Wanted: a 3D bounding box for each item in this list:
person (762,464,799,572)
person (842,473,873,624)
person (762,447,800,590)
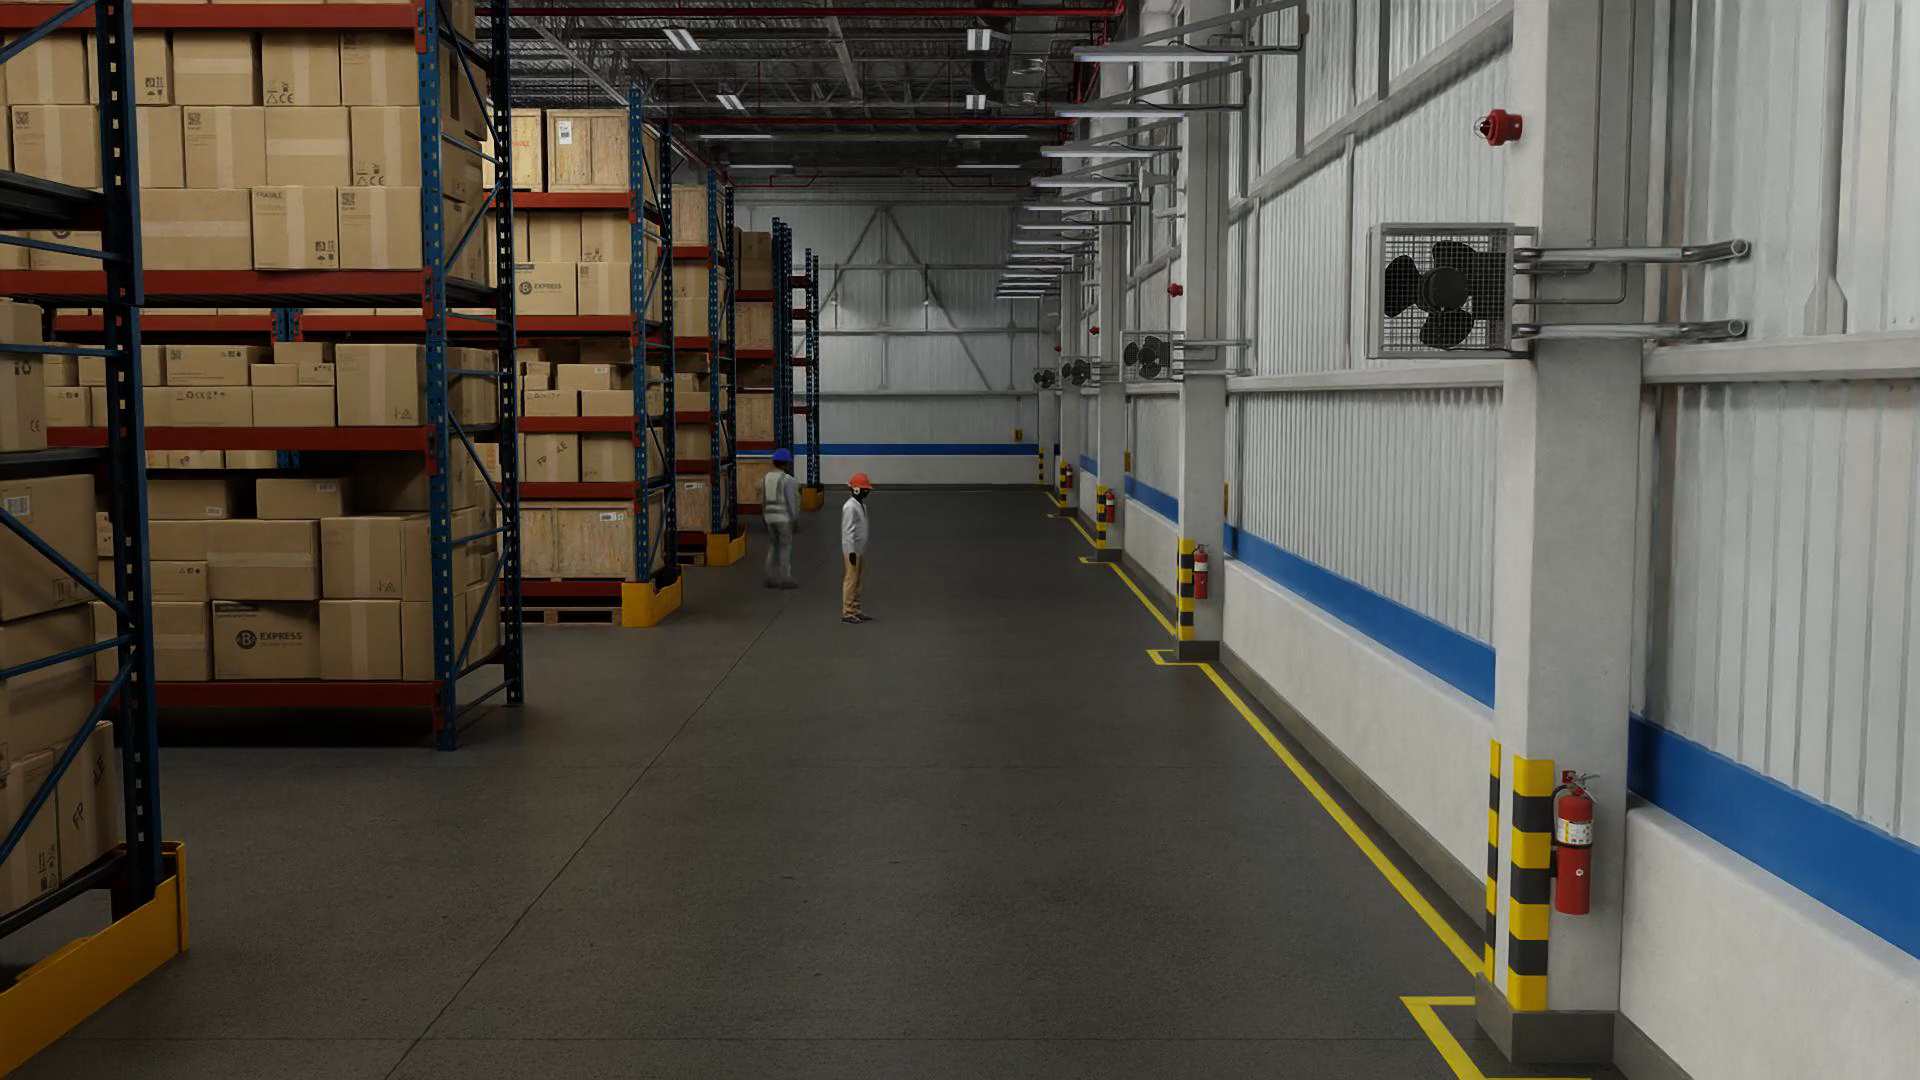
[{"bbox_3d":[-2.670,-0.362,24.723,0.542,1.722,0.862,0,5,-3],"label":"person"},{"bbox_3d":[-1.181,0.097,19.340,0.349,1.743,0.571,1,5,15],"label":"person"},{"bbox_3d":[-2.443,-0.288,22.660,0.401,1.945,0.610,-5,7,-43],"label":"person"}]
